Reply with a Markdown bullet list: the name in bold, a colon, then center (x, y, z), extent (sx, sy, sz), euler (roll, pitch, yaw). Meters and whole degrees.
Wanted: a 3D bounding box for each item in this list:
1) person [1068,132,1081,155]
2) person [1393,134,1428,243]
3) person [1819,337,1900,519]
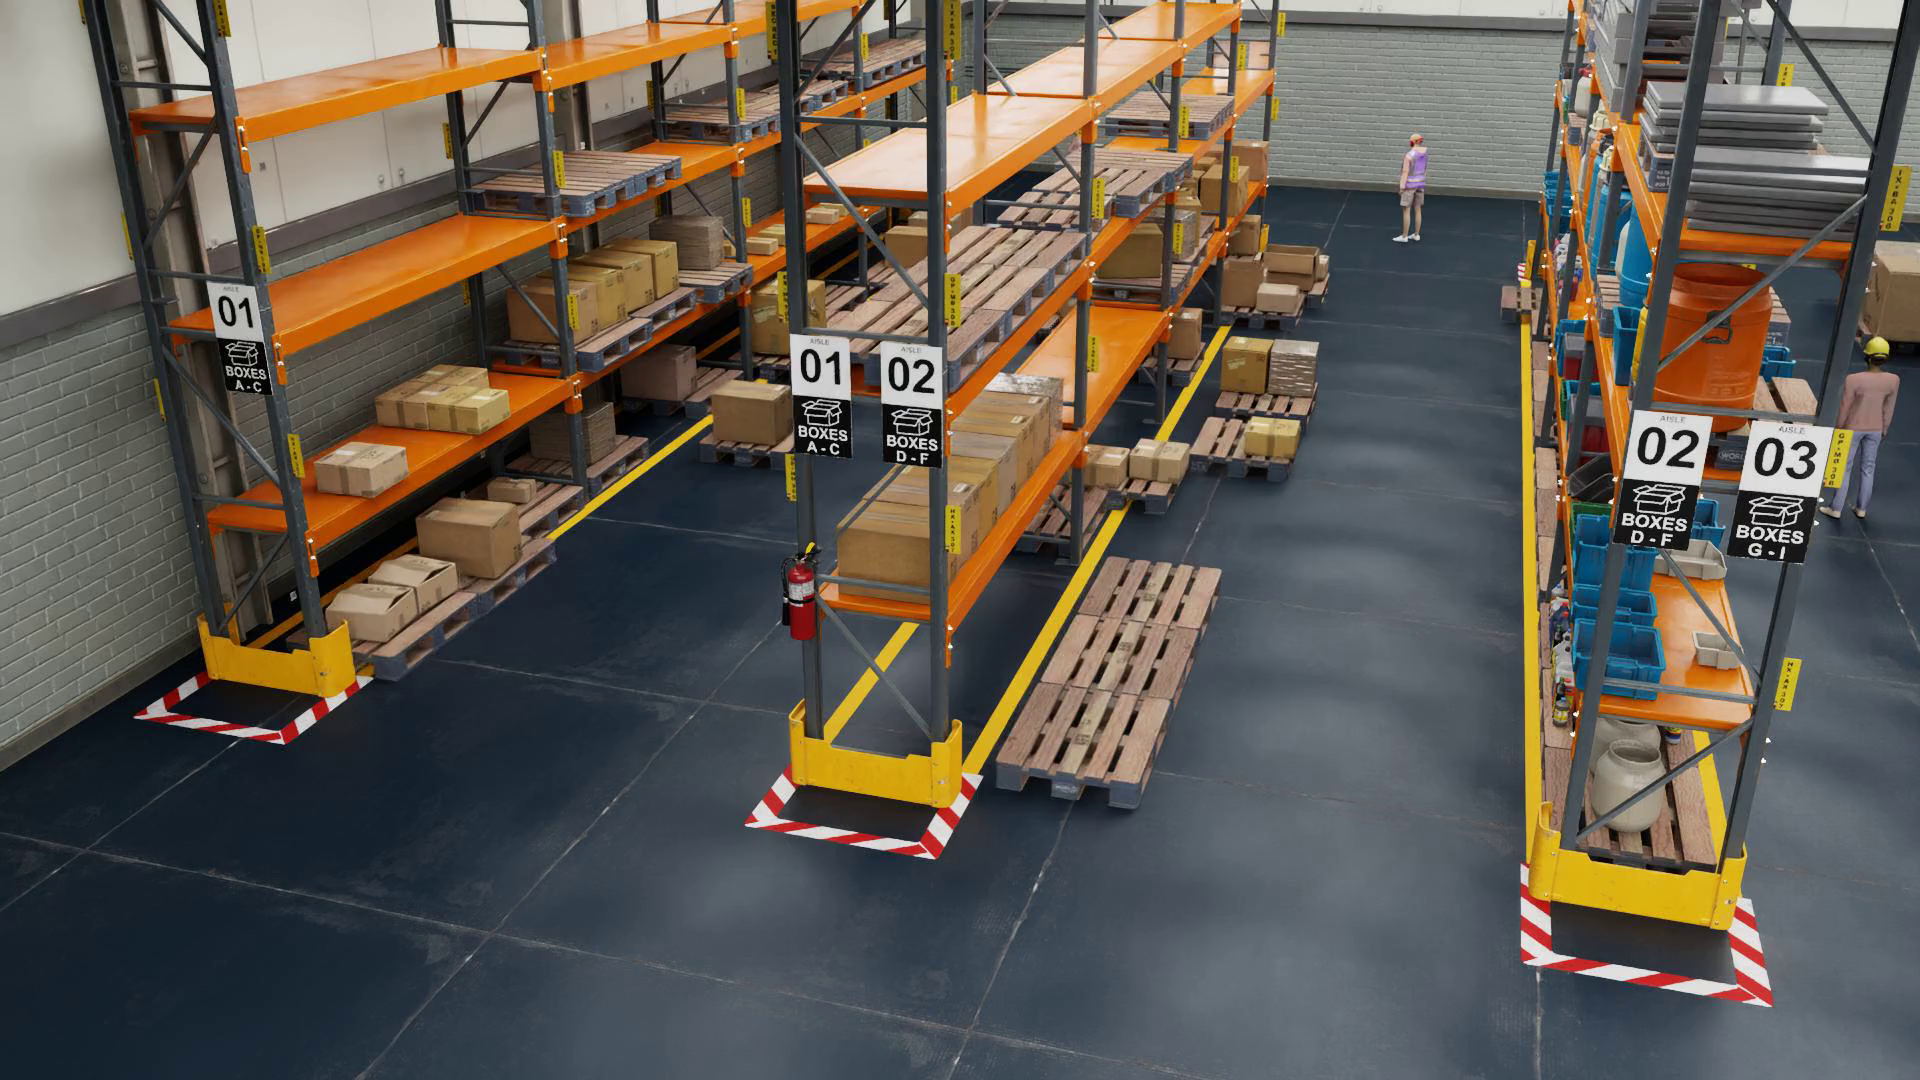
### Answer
- **person**: center (1.869, -5.924, 26.984), extent (0.370, 1.802, 0.522), euler (2, 23, 6)
- **person**: center (7.139, -5.546, 26.245), extent (0.489, 1.688, 0.352), euler (-13, 27, -28)
- **person**: center (8.507, -1.053, 15.724), extent (0.531, 1.766, 0.326), euler (0, 23, -1)
